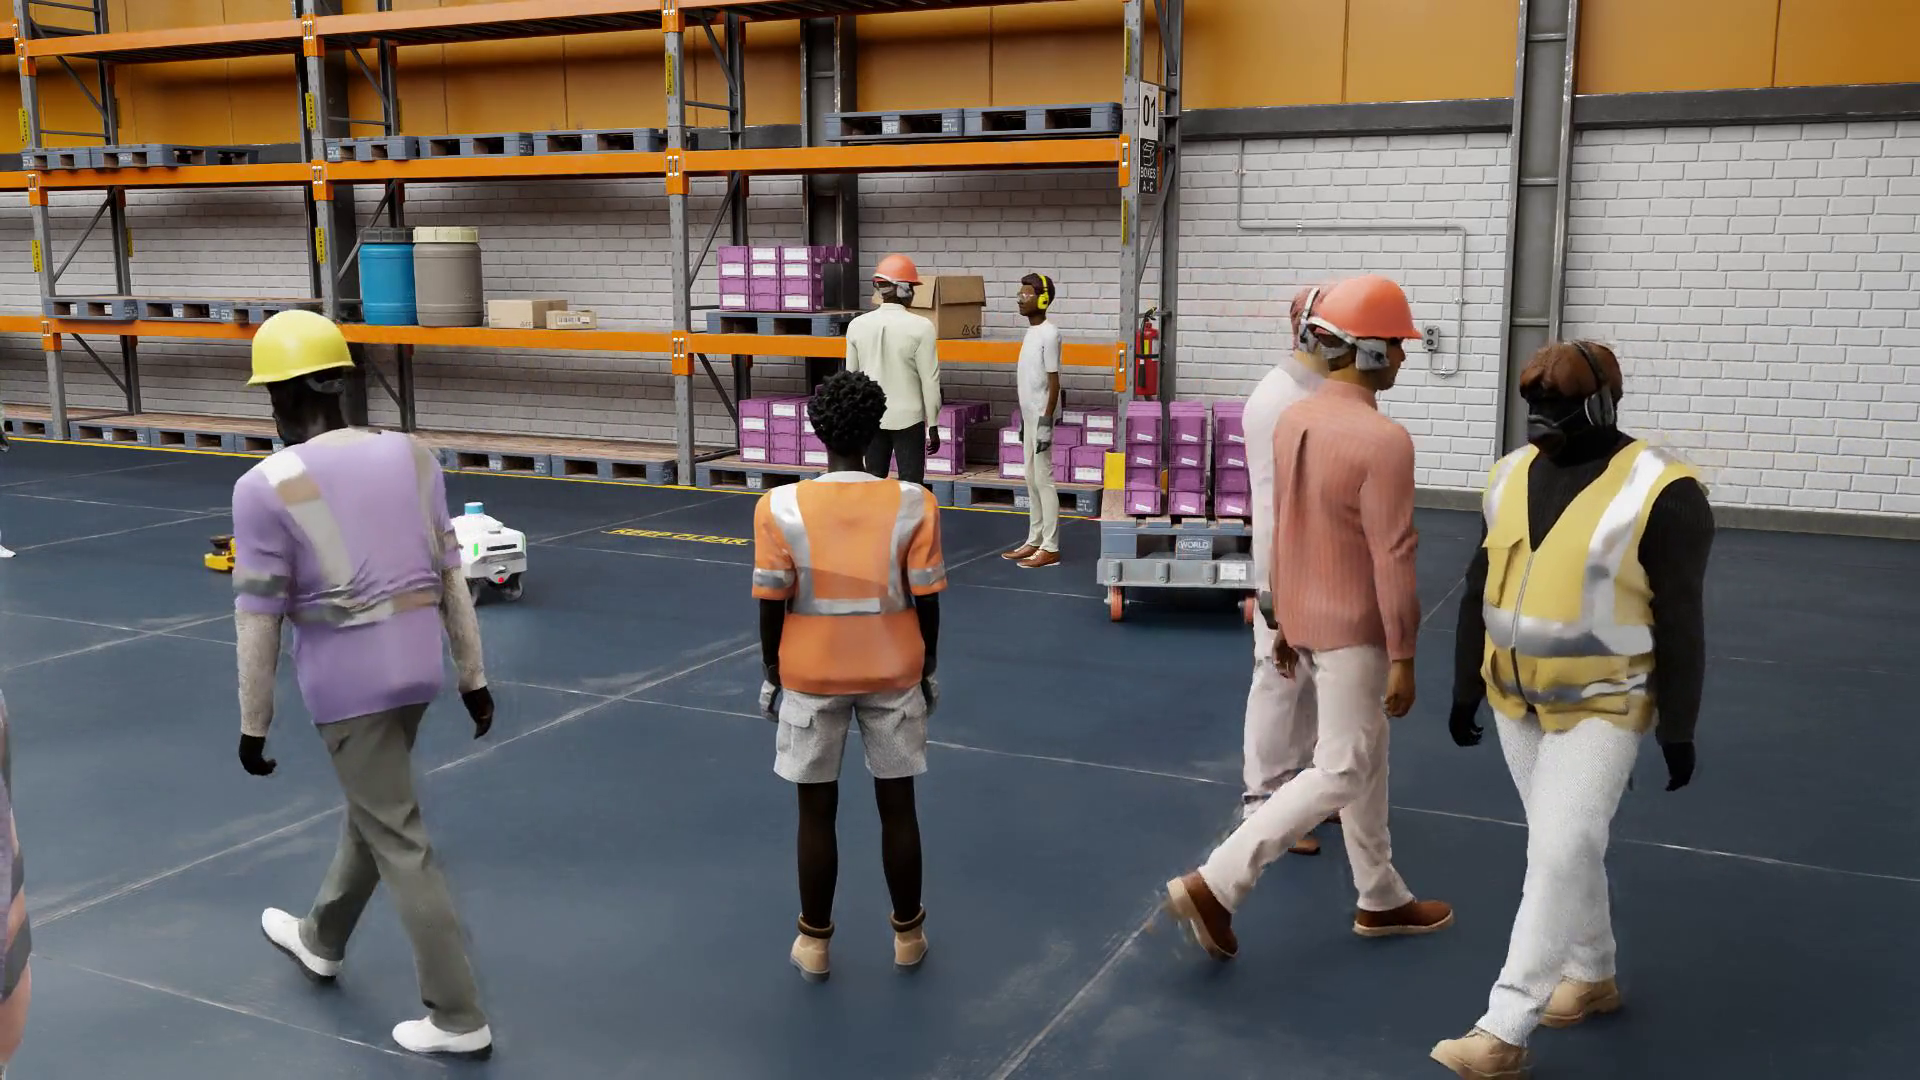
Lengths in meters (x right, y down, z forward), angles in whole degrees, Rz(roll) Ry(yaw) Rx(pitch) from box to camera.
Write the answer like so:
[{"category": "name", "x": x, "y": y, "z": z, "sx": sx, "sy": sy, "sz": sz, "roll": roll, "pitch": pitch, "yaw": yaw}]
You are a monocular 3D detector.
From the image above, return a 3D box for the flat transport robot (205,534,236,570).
[{"category": "flat transport robot", "x": -3.968, "y": 0.084, "z": 10.391, "sx": 1.431, "sy": 0.197, "sz": 0.652, "roll": 5, "pitch": 11, "yaw": 28}]

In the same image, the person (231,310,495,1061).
[{"category": "person", "x": -1.570, "y": 0.357, "z": 4.250, "sx": 0.976, "sy": 1.865, "sz": 0.597, "roll": 5, "pitch": 11, "yaw": 27}]

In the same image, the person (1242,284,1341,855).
[{"category": "person", "x": 1.206, "y": 0.091, "z": 5.676, "sx": 0.402, "sy": 1.906, "sz": 0.652, "roll": 7, "pitch": 12, "yaw": 34}]

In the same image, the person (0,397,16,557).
[{"category": "person", "x": -6.424, "y": -0.668, "z": 10.779, "sx": 0.310, "sy": 1.642, "sz": 0.514, "roll": 4, "pitch": 11, "yaw": 24}]

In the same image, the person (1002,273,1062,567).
[{"category": "person", "x": 0.480, "y": -0.763, "z": 10.656, "sx": 0.325, "sy": 1.876, "sz": 0.520, "roll": -3, "pitch": 10, "yaw": -15}]

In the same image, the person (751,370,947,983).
[{"category": "person", "x": -0.303, "y": 0.382, "z": 4.606, "sx": 0.537, "sy": 1.695, "sz": 0.320, "roll": -1, "pitch": 10, "yaw": -8}]

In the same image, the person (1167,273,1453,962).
[{"category": "person", "x": 1.023, "y": 0.239, "z": 4.676, "sx": 0.901, "sy": 1.964, "sz": 0.627, "roll": -3, "pitch": 10, "yaw": -16}]

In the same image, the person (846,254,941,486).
[{"category": "person", "x": -0.393, "y": -0.722, "z": 10.084, "sx": 0.623, "sy": 1.990, "sz": 0.390, "roll": 4, "pitch": 11, "yaw": 24}]

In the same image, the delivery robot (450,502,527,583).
[{"category": "delivery robot", "x": -2.806, "y": 0.026, "z": 9.644, "sx": 0.477, "sy": 0.478, "sz": 0.707, "roll": -8, "pitch": 13, "yaw": -39}]

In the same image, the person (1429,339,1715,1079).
[{"category": "person", "x": 1.420, "y": 0.418, "z": 4.108, "sx": 0.919, "sy": 1.798, "sz": 0.638, "roll": -6, "pitch": 11, "yaw": -30}]

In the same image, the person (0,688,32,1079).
[{"category": "person", "x": -1.512, "y": 0.717, "z": 2.280, "sx": 0.624, "sy": 1.844, "sz": 0.430, "roll": 9, "pitch": 13, "yaw": 40}]
